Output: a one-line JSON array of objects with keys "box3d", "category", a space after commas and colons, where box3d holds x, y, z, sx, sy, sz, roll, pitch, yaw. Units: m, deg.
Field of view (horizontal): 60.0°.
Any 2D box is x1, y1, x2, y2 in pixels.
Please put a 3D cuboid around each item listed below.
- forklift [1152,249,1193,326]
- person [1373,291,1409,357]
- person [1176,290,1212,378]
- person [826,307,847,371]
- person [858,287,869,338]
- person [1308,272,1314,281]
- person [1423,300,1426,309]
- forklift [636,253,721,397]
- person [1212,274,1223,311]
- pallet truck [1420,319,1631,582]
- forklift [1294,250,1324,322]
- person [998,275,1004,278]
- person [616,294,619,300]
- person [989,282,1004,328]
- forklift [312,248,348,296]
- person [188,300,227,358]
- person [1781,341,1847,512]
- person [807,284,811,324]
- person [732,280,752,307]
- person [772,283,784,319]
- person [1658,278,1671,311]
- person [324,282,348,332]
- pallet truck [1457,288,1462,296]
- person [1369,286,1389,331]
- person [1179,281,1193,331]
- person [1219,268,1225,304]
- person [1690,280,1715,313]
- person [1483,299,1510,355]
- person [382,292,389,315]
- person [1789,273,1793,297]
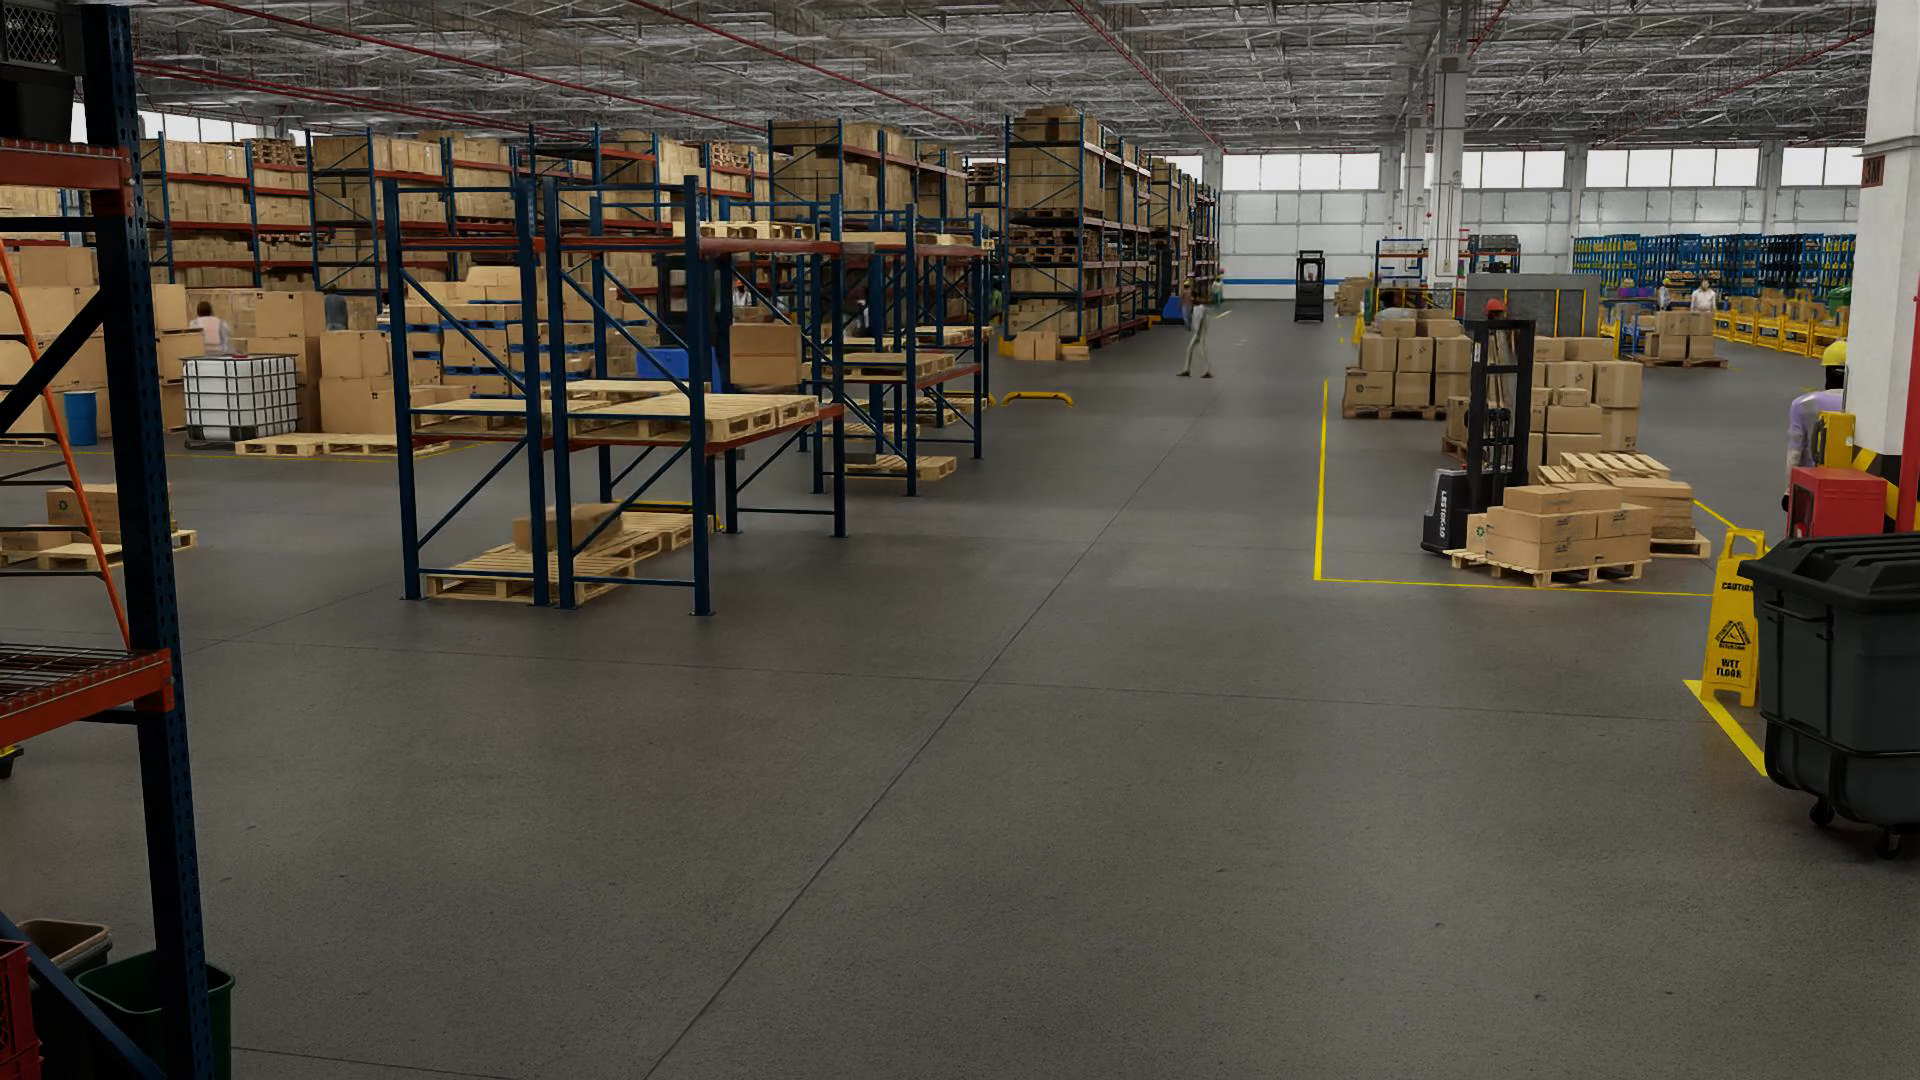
[{"box3d": [7.646, -9.320, 61.395, 1.873, 2.768, 1.129, 2, 10, 11], "category": "forklift"}, {"box3d": [7.613, -3.422, 29.295, 0.672, 1.923, 0.477, 2, 10, 14], "category": "person"}, {"box3d": [4.895, -4.264, 34.573, 0.876, 1.825, 0.505, -4, 10, -22], "category": "person"}, {"box3d": [-2.540, -4.136, 34.506, 0.845, 1.593, 0.522, -2, 10, -9], "category": "person"}, {"box3d": [-1.987, -4.698, 37.013, 1.007, 1.861, 0.622, 7, 12, 36], "category": "person"}, {"box3d": [19.186, -13.769, 91.070, 0.333, 1.749, 0.575, 3, 10, 16], "category": "person"}, {"box3d": [15.822, -7.805, 56.138, 0.279, 1.624, 0.494, -6, 12, -34], "category": "person"}, {"box3d": [-4.364, -3.430, 26.519, 1.129, 2.768, 1.873, 2, 10, 12], "category": "forklift"}, {"box3d": [12.404, -11.894, 79.981, 0.534, 1.744, 0.626, 3, 10, 16], "category": "person"}, {"box3d": [4.543, -0.757, 13.299, 0.823, 1.965, 1.885, -4, 10, -22], "category": "pallet truck"}, {"box3d": [13.778, -10.002, 65.433, 1.129, 2.768, 1.873, 2, 10, 12], "category": "forklift"}, {"box3d": [2.338, -14.108, 92.978, 0.624, 1.779, 0.929, -4, 10, -22], "category": "person"}, {"box3d": [-8.457, -5.244, 40.959, 0.525, 1.631, 0.313, 0, 10, 1], "category": "person"}, {"box3d": [1.312, -8.491, 60.050, 0.660, 1.669, 0.531, 1, 10, 4], "category": "person"}, {"box3d": [-19.105, -7.489, 50.553, 1.129, 2.768, 1.873, 2, 10, 12], "category": "forklift"}, {"box3d": [-11.948, -2.887, 26.435, 0.528, 1.827, 0.628, 9, 13, 43], "category": "person"}, {"box3d": [5.867, -0.372, 11.226, 0.593, 1.926, 0.366, 2, 10, 9], "category": "person"}, {"box3d": [-5.653, -9.156, 64.144, 0.497, 1.626, 0.287, 0, 10, -3], "category": "person"}, {"box3d": [-5.946, -6.137, 45.334, 0.551, 1.935, 0.375, 2, 10, 13], "category": "person"}, {"box3d": [-6.150, -7.836, 56.149, 0.354, 1.683, 0.563, 5, 11, 26], "category": "person"}, {"box3d": [24.591, -8.229, 58.090, 0.403, 1.817, 0.606, 6, 11, 31], "category": "person"}, {"box3d": [-14.442, -4.968, 38.413, 0.630, 1.940, 0.372, -2, 10, -9], "category": "person"}, {"box3d": [20.506, -9.785, 68.819, 0.653, 1.274, 1.630, 2, 10, 12], "category": "pallet truck"}, {"box3d": [14.448, -8.062, 56.641, 1.090, 1.977, 0.622, 0, 10, -3], "category": "person"}, {"box3d": [7.773, -8.006, 56.974, 0.528, 1.748, 0.678, -4, 10, -21], "category": "person"}, {"box3d": [14.388, -14.012, 91.870, 0.557, 1.969, 0.688, 5, 11, 25], "category": "person"}, {"box3d": [21.412, -6.549, 47.949, 0.665, 1.870, 0.862, 3, 10, 19], "category": "person"}, {"box3d": [7.690, -2.560, 24.271, 0.949, 1.891, 0.574, 8, 12, 38], "category": "person"}, {"box3d": [-13.608, -5.048, 39.602, 0.318, 1.696, 0.536, -4, 10, -23], "category": "person"}, {"box3d": [39.848, -11.879, 79.643, 0.589, 1.833, 0.404, -4, 10, -22], "category": "person"}]
